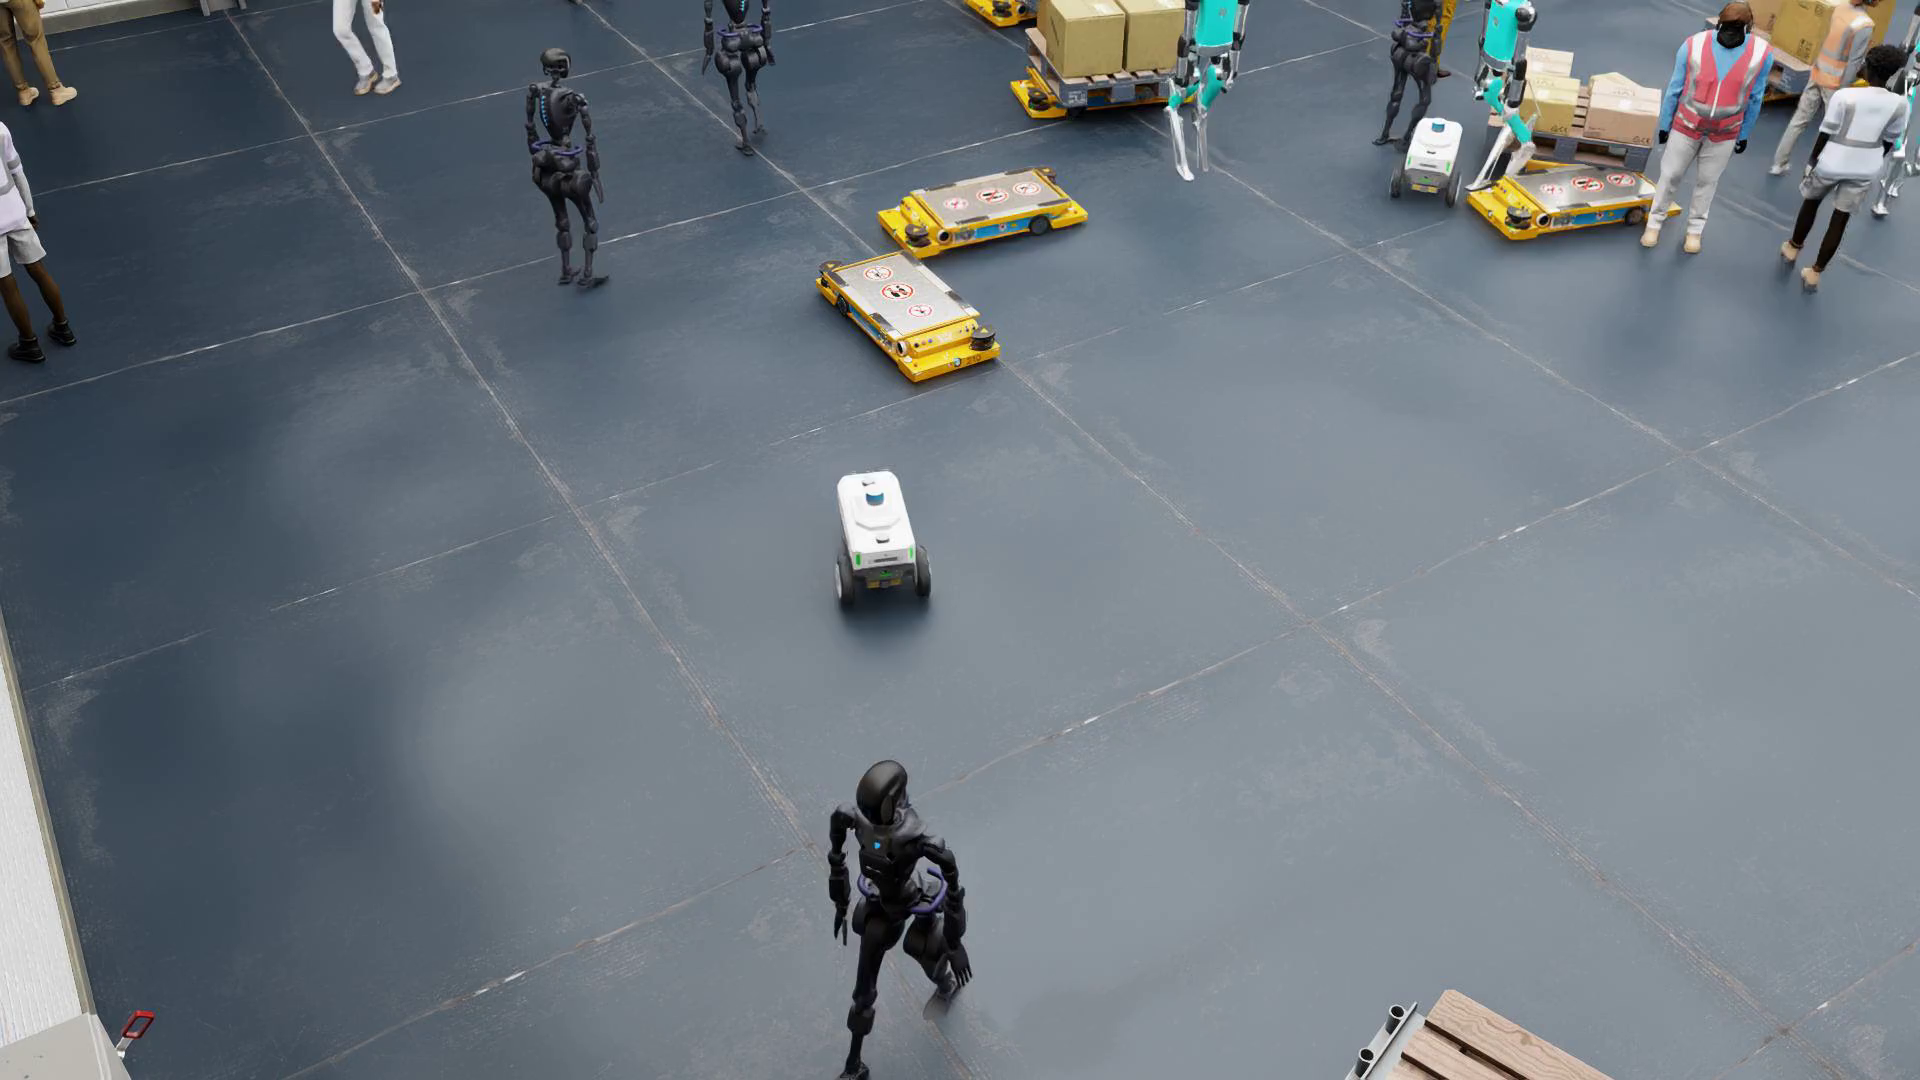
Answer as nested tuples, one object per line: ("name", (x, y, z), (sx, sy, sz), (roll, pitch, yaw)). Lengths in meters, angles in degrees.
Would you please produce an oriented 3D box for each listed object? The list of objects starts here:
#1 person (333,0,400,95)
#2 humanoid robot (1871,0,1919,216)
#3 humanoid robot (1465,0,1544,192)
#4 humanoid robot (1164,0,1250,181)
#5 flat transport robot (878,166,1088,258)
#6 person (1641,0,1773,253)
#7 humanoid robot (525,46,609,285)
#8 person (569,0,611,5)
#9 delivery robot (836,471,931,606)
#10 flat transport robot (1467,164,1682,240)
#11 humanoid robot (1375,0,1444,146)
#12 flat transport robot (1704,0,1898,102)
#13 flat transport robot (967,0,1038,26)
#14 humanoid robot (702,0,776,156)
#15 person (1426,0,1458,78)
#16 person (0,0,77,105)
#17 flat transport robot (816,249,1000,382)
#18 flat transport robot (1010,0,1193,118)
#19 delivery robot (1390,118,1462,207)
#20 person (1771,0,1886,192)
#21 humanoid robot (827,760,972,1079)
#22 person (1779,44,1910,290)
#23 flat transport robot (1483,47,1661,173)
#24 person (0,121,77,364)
("person", (-5.017, -4.586, 13.790), (0.622, 1.860, 0.578), (13, 40, 15))
("humanoid robot", (7.080, -3.188, 12.153), (0.557, 1.785, 0.883), (9, 39, 11))
("humanoid robot", (4.132, -3.371, 12.342), (0.668, 1.770, 0.542), (-12, 40, -14))
("humanoid robot", (1.801, -3.572, 12.673), (0.544, 1.865, 0.659), (-13, 40, -16))
("flat transport robot", (0.171, -2.446, 12.378), (1.431, 0.231, 0.659), (-16, 41, -19))
("person", (5.236, -2.893, 11.689), (0.628, 1.835, 0.431), (13, 40, 16))
("humanoid robot", (-2.721, -2.541, 11.376), (0.612, 1.642, 0.418), (17, 42, 21))
("person", (-3.577, -5.938, 15.527), (0.559, 1.836, 0.391), (-13, 40, -16))
("delivery robot", (-0.453, -0.015, 9.093), (0.499, 0.610, 0.788), (-7, 39, -9))
("flat transport robot", (4.637, -2.570, 12.535), (1.431, 0.231, 0.659), (-10, 39, -12))
("humanoid robot", (3.581, -3.870, 13.042), (0.412, 1.651, 0.583), (-12, 40, -14))
("flat transport robot", (7.147, -4.034, 14.382), (1.431, 0.231, 0.659), (-11, 40, -14))
("flat transport robot", (0.844, -5.199, 15.851), (1.431, 0.231, 0.659), (-17, 42, -21))
("humanoid robot", (-1.736, -3.847, 13.015), (0.609, 1.650, 0.363), (-20, 43, -24))
("person", (4.185, -4.858, 14.234), (0.342, 1.749, 0.528), (-5, 39, -6))
("person", (-7.834, -4.438, 13.685), (0.531, 1.766, 0.364), (1, 38, 1))
("flat transport robot", (-0.373, -1.553, 11.252), (0.659, 0.231, 1.431), (-20, 43, -23))
("flat transport robot", (1.206, -3.867, 14.172), (1.431, 0.231, 0.659), (-9, 39, -11))
("delivery robot", (3.623, -2.940, 12.760), (0.499, 0.581, 0.768), (13, 40, 15))
("person", (6.623, -3.452, 12.557), (0.475, 1.620, 0.590), (-2, 38, -2))
("humanoid robot", (-0.229, 1.460, 6.359), (0.613, 1.622, 0.791), (16, 41, 20))
("person", (6.072, -2.580, 11.420), (0.542, 1.652, 0.700), (9, 39, 11))
("flat transport robot", (4.798, -3.108, 13.213), (0.659, 0.231, 1.431), (13, 40, 15))
("person", (-6.104, -2.025, 10.502), (0.349, 1.942, 0.543), (21, 43, 25))
